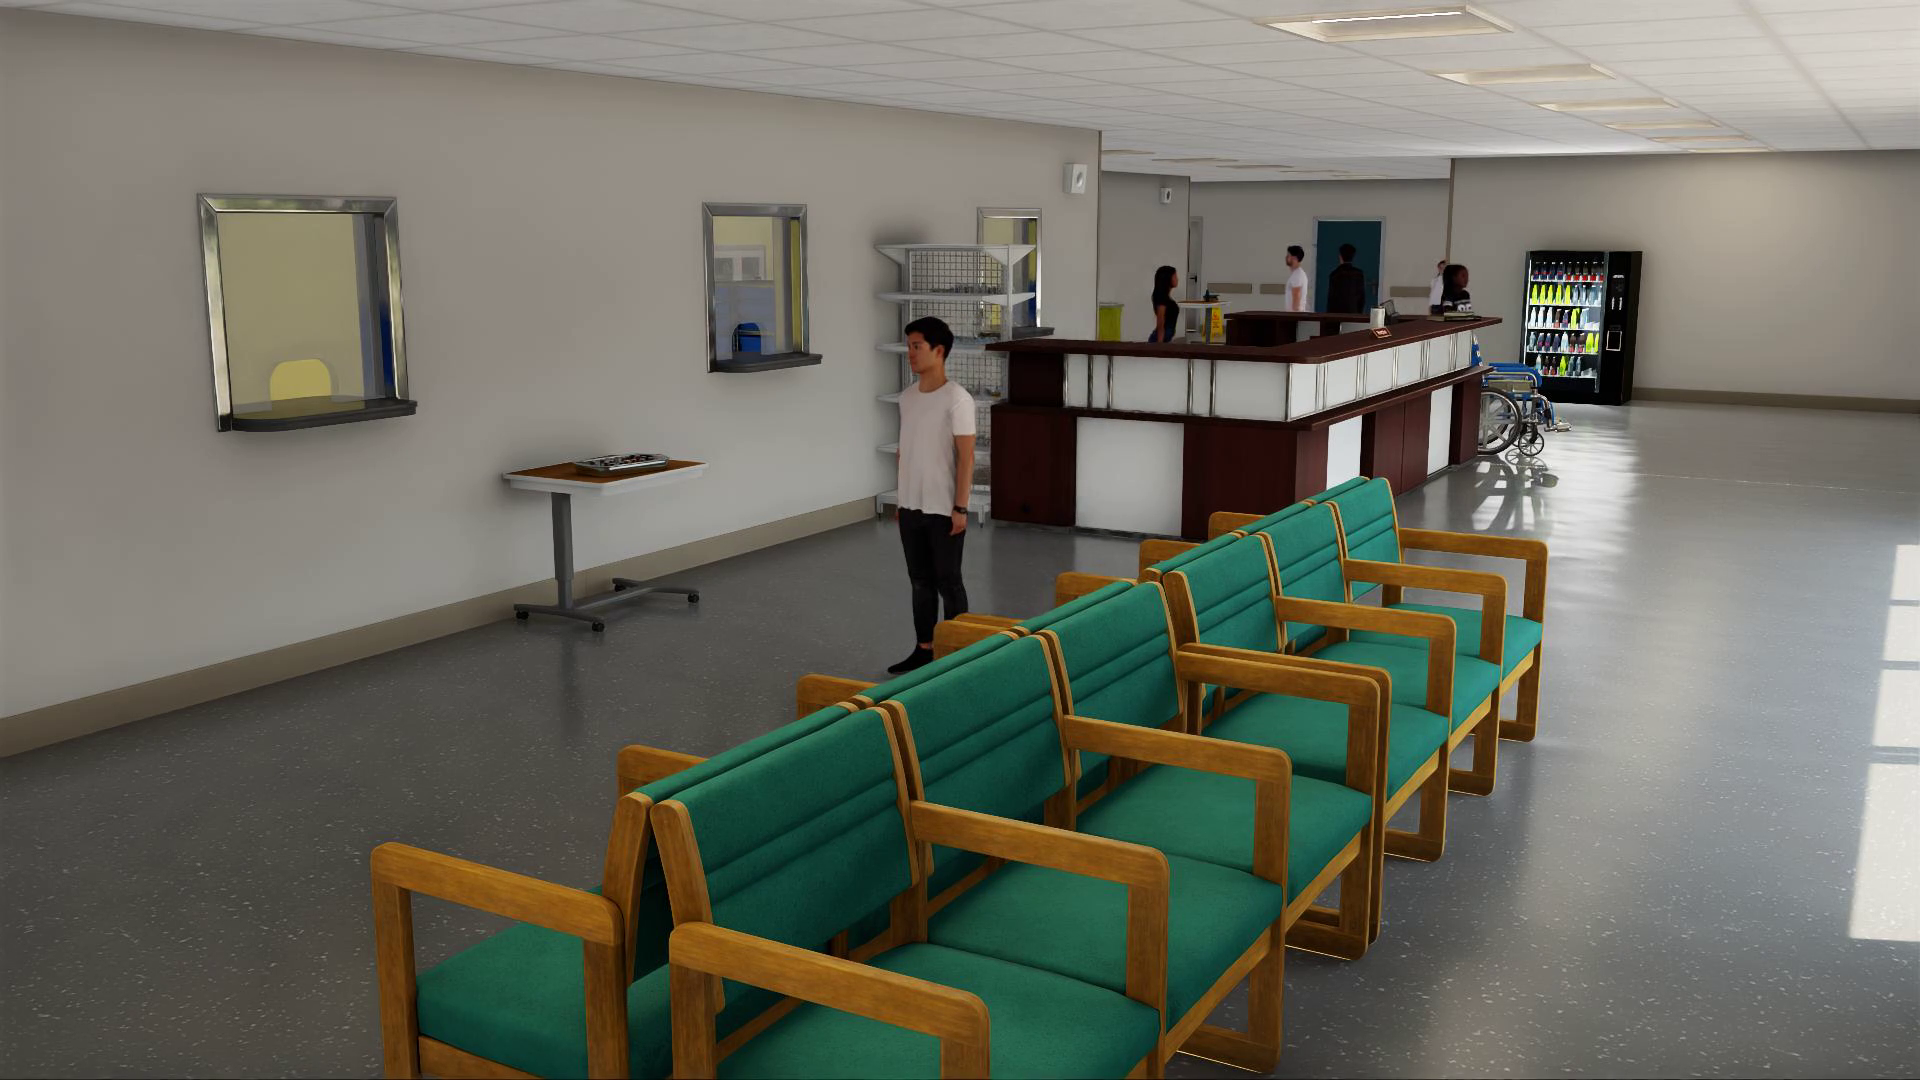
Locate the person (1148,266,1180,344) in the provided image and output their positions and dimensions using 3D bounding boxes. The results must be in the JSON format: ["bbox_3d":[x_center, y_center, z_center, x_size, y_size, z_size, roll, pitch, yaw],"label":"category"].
[{"bbox_3d":[1.996,-1.960,17.248,1.093,1.714,0.823,1,11,7],"label":"person"}]

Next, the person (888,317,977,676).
[{"bbox_3d":[-0.119,-0.189,7.816,0.749,1.721,0.580,-9,14,-40],"label":"person"}]

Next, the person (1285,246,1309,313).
[{"bbox_3d":[4.388,-2.805,21.283,0.752,1.871,0.749,4,11,18],"label":"person"}]

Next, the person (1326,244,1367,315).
[{"bbox_3d":[4.698,-2.647,20.308,0.786,1.924,0.833,-3,11,-17],"label":"person"}]

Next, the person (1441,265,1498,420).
[{"bbox_3d":[5.250,-2.069,17.918,0.942,1.679,1.260,-8,13,-37],"label":"person"}]
